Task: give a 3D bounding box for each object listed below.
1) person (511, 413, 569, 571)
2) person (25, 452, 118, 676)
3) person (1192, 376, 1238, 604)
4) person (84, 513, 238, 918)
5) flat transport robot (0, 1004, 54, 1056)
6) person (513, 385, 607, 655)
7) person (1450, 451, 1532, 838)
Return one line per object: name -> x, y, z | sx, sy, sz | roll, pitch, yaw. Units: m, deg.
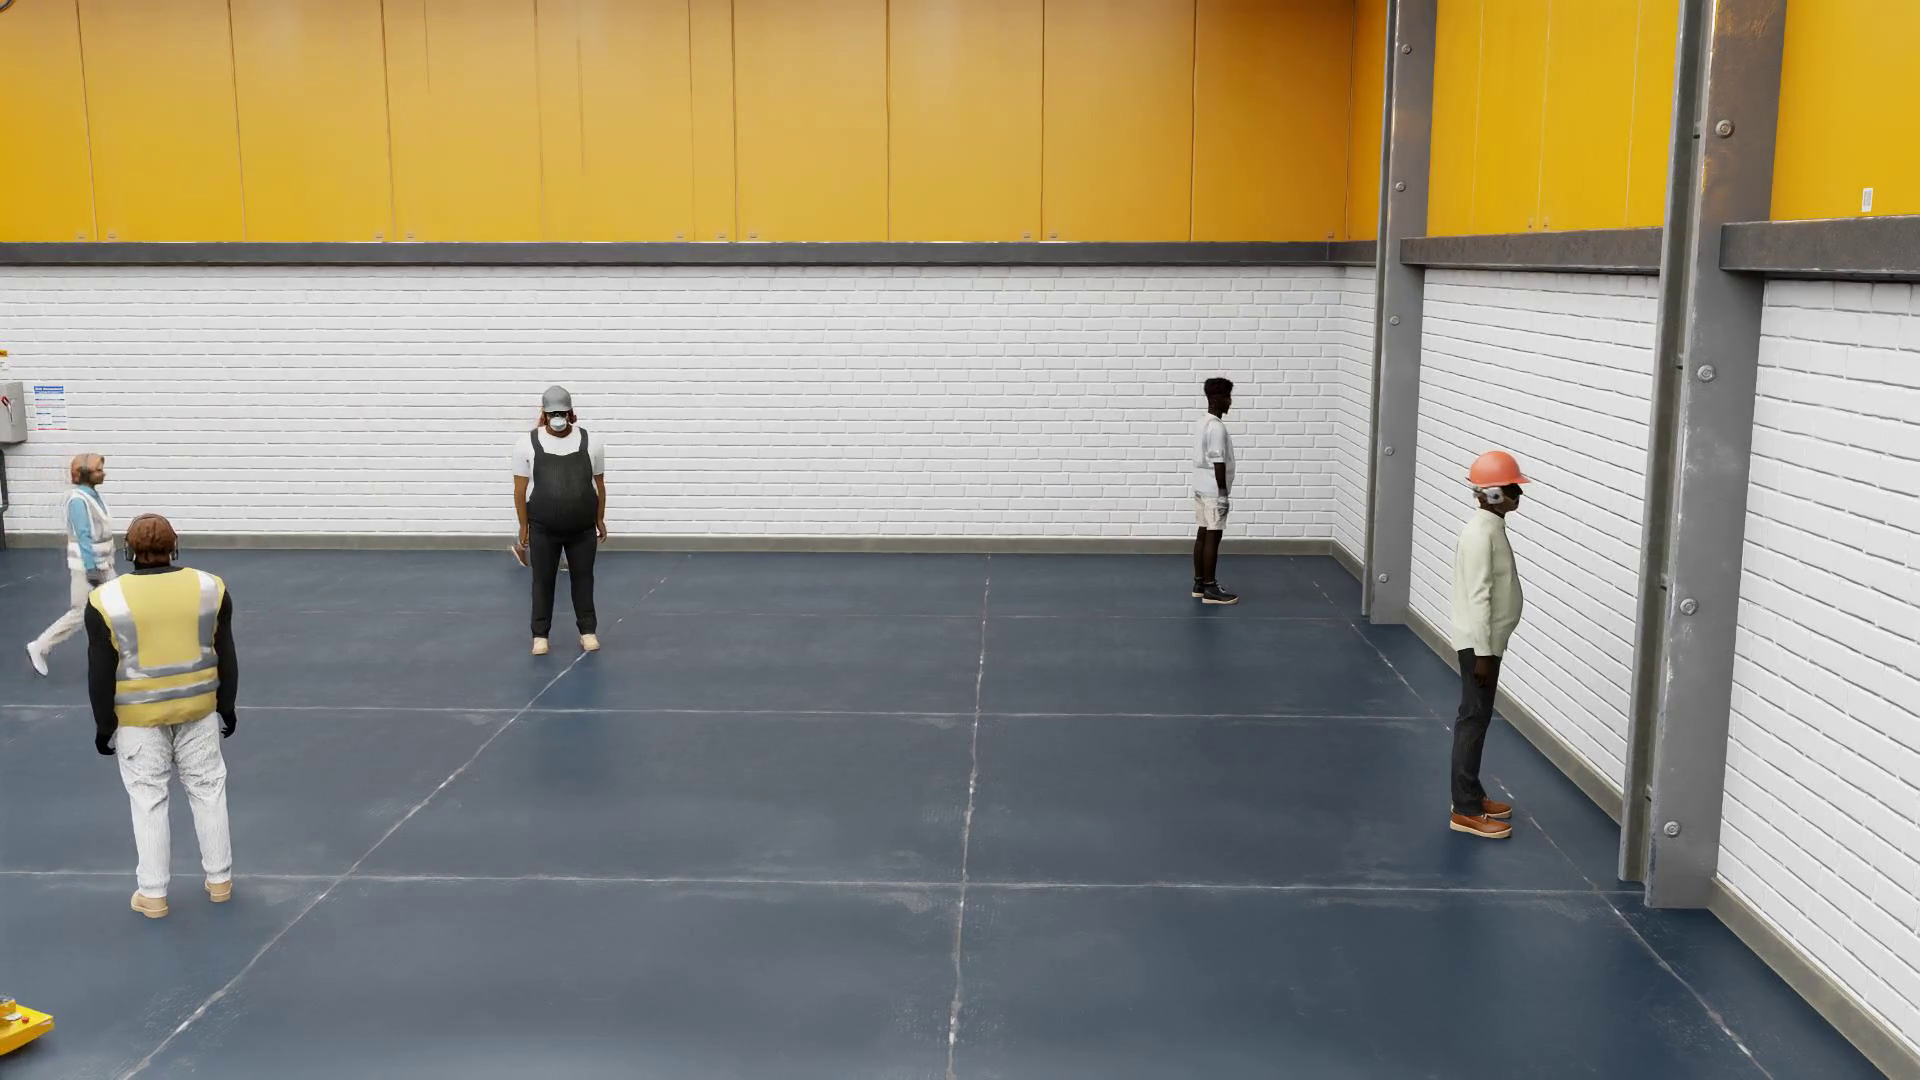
person -> -3.927, -0.492, 15.822 | 0.719, 1.595, 0.499 | -1, 10, -3
person -> -6.234, 0.182, 11.807 | 0.718, 1.614, 0.514 | -1, 10, -8
person -> 2.203, -0.437, 14.415 | 0.367, 1.967, 0.606 | -1, 10, -8
person -> -3.628, 0.790, 7.596 | 0.633, 1.841, 0.429 | -8, 13, -39
flat transport robot -> -4.080, 1.869, 5.871 | 0.652, 0.197, 1.431 | 5, 11, 27
person -> -2.991, -0.153, 12.534 | 0.689, 2.000, 0.537 | -4, 10, -20
person -> 2.742, 0.529, 8.672 | 0.375, 1.997, 0.611 | 4, 10, 20
